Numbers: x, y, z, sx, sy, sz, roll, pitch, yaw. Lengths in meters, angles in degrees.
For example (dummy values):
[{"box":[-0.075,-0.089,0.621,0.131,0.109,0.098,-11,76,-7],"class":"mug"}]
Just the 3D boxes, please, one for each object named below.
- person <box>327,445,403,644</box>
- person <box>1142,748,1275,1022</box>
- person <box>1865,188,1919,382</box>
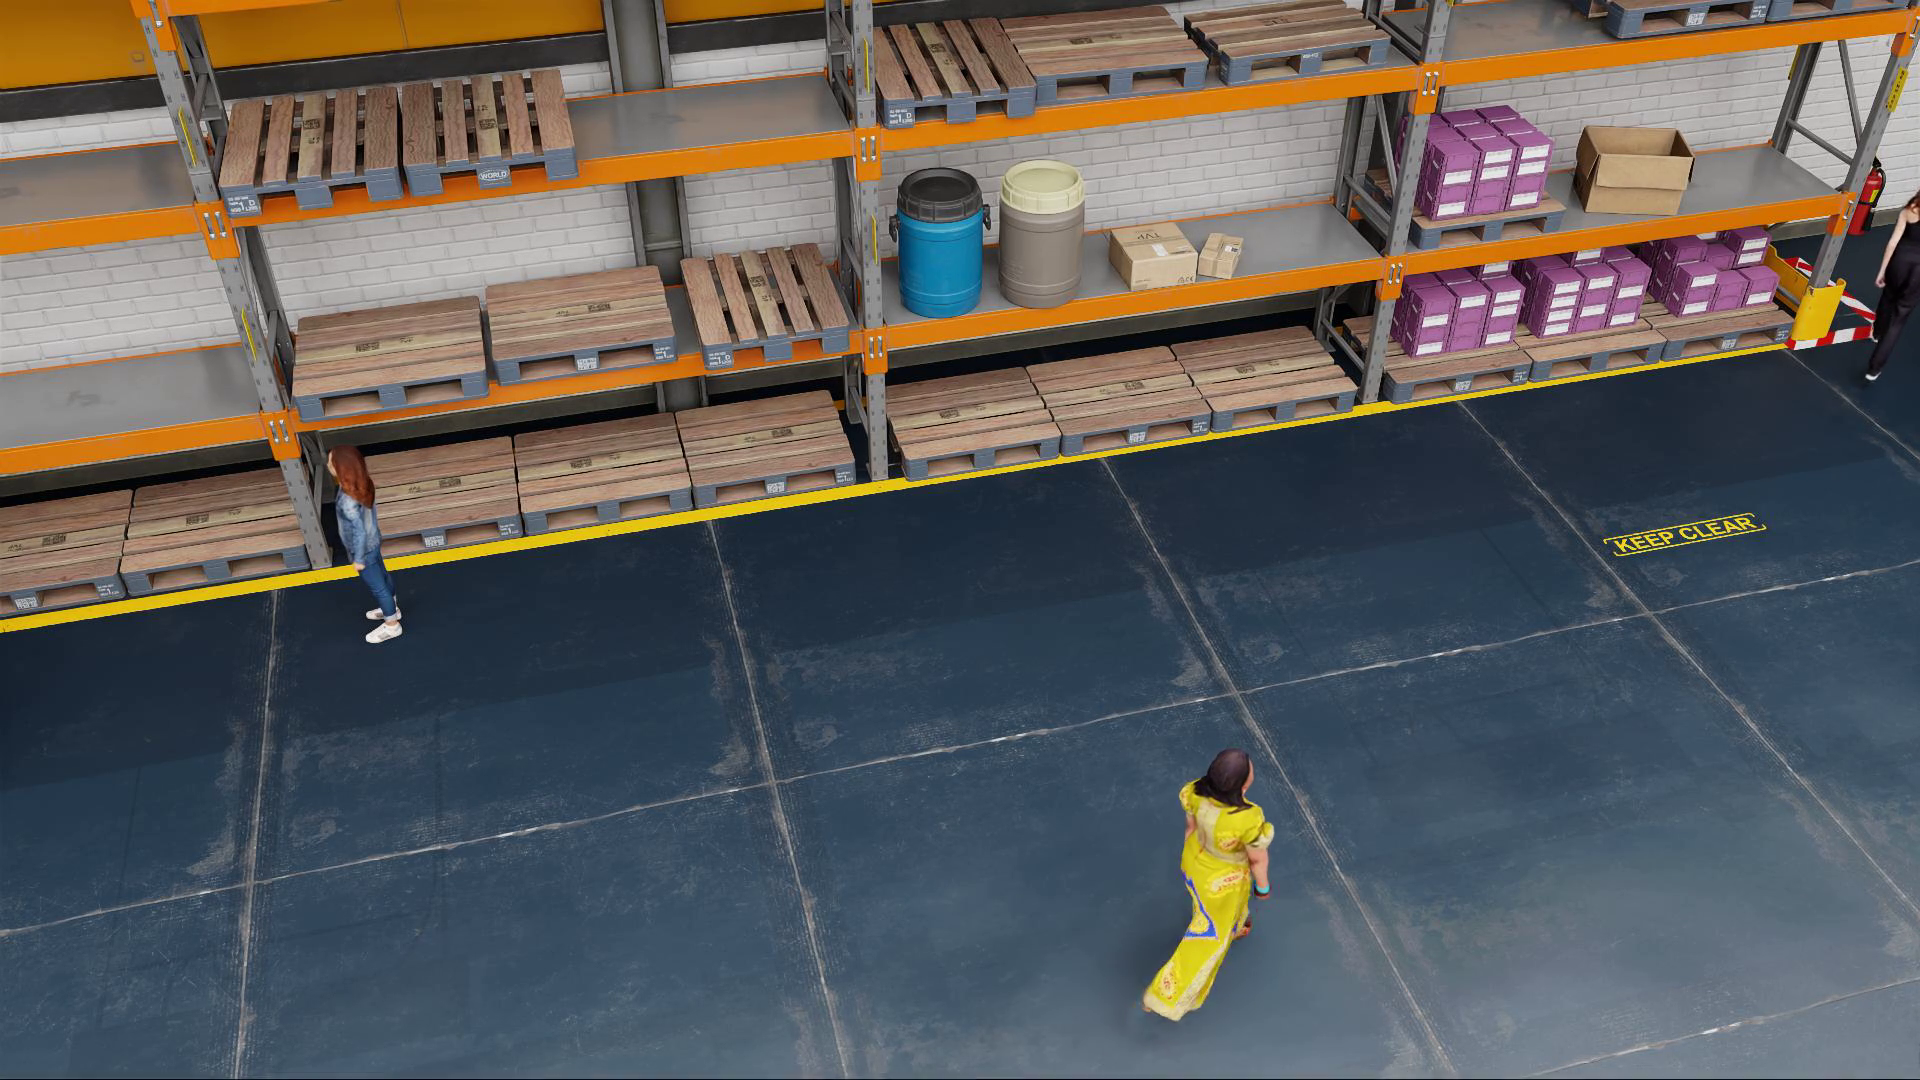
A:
[{"box":[-3.822,0.005,10.687,0.499,1.477,0.558,-9,39,-11],"class":"person"},{"box":[1.255,1.746,8.400,1.279,1.621,1.004,-25,45,-28],"class":"person"},{"box":[7.457,-2.050,13.095,1.121,1.684,1.196,21,43,24],"class":"person"}]
